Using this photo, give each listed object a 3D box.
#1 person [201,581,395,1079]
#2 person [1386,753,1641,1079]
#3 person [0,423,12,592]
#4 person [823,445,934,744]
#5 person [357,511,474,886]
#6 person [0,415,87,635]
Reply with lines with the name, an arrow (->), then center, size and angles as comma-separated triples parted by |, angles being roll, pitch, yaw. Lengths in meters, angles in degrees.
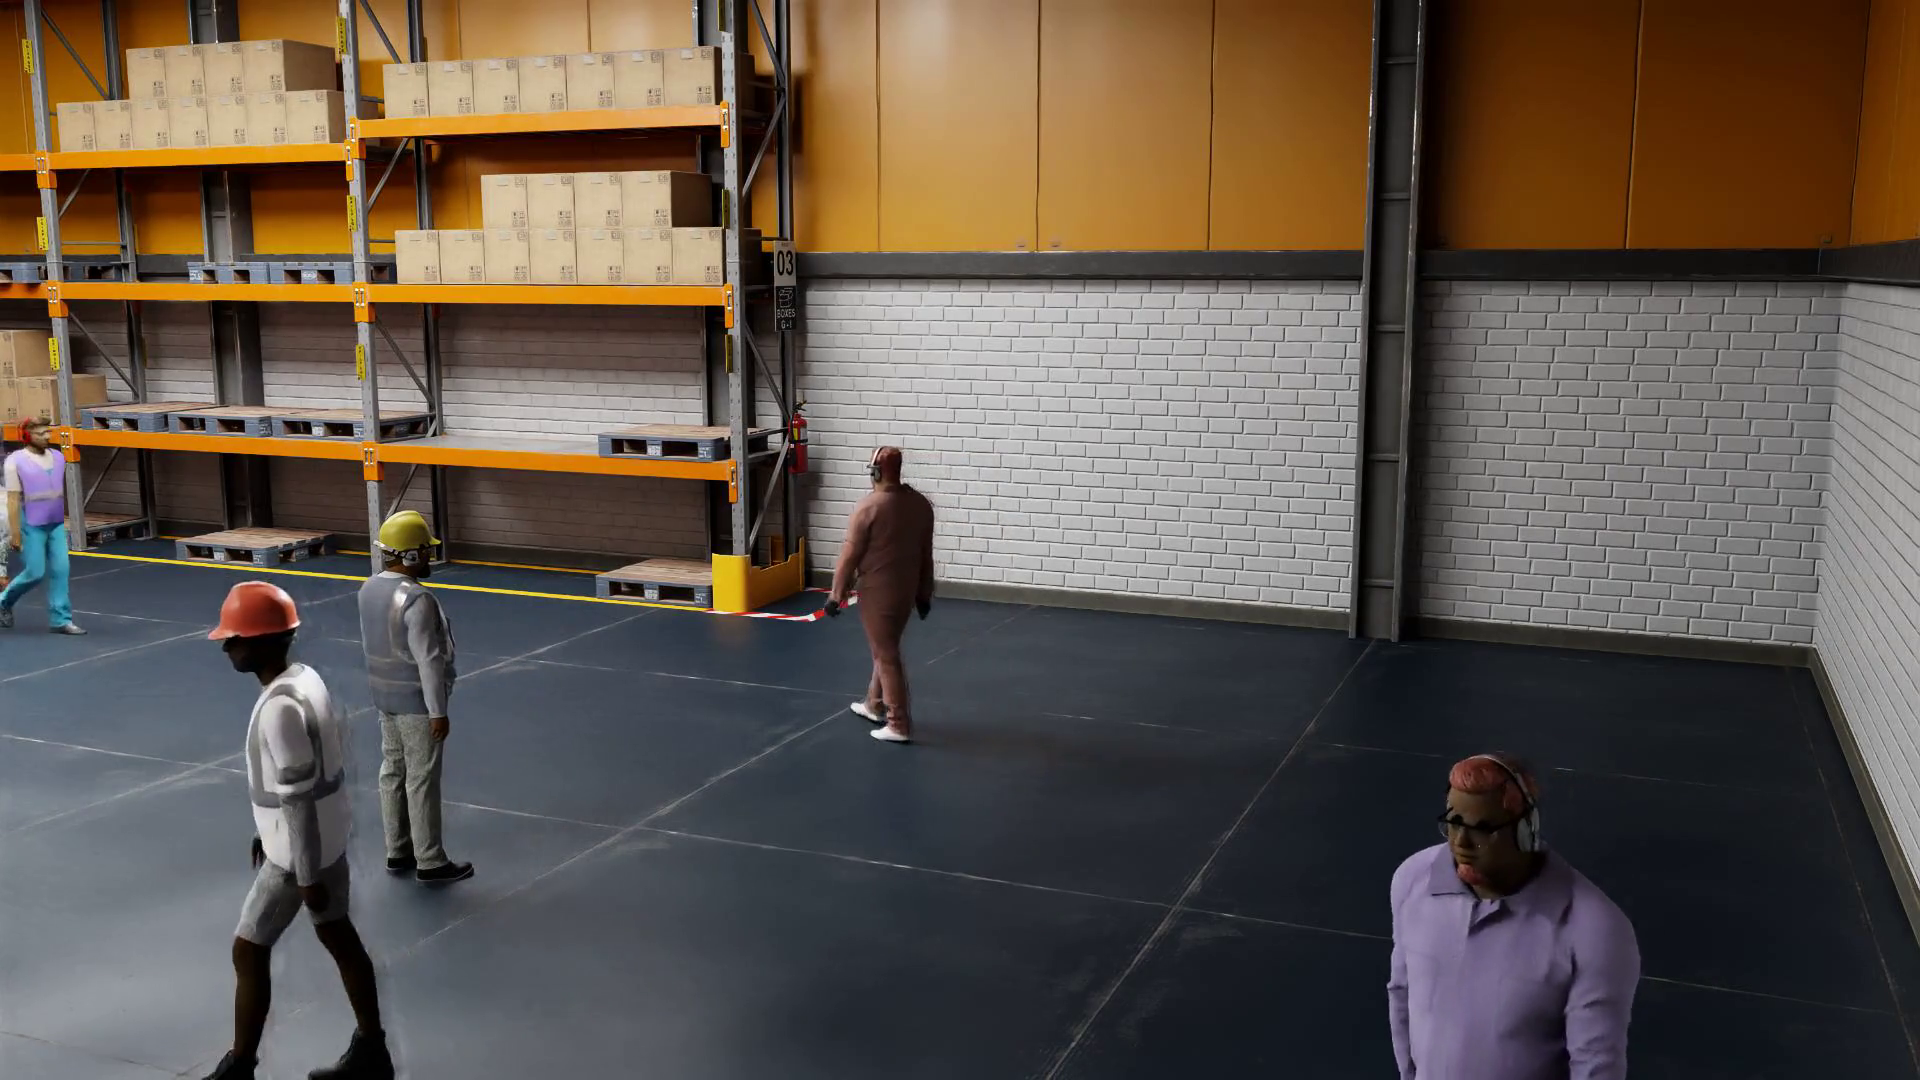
person -> -2.485, 1.087, 5.950 | 0.858, 1.900, 0.561 | -2, 9, -9
person -> 1.256, 1.433, 4.007 | 0.659, 1.858, 0.955 | 8, 12, 41
person -> -8.897, -0.432, 15.107 | 0.596, 1.917, 0.656 | 4, 10, 24
person -> -0.575, 0.333, 10.624 | 0.799, 1.880, 0.653 | 8, 12, 40
person -> -2.666, 0.767, 8.124 | 0.586, 1.833, 0.403 | 8, 13, 41
person -> -7.533, -0.117, 13.526 | 0.698, 1.826, 0.568 | 3, 10, 15
